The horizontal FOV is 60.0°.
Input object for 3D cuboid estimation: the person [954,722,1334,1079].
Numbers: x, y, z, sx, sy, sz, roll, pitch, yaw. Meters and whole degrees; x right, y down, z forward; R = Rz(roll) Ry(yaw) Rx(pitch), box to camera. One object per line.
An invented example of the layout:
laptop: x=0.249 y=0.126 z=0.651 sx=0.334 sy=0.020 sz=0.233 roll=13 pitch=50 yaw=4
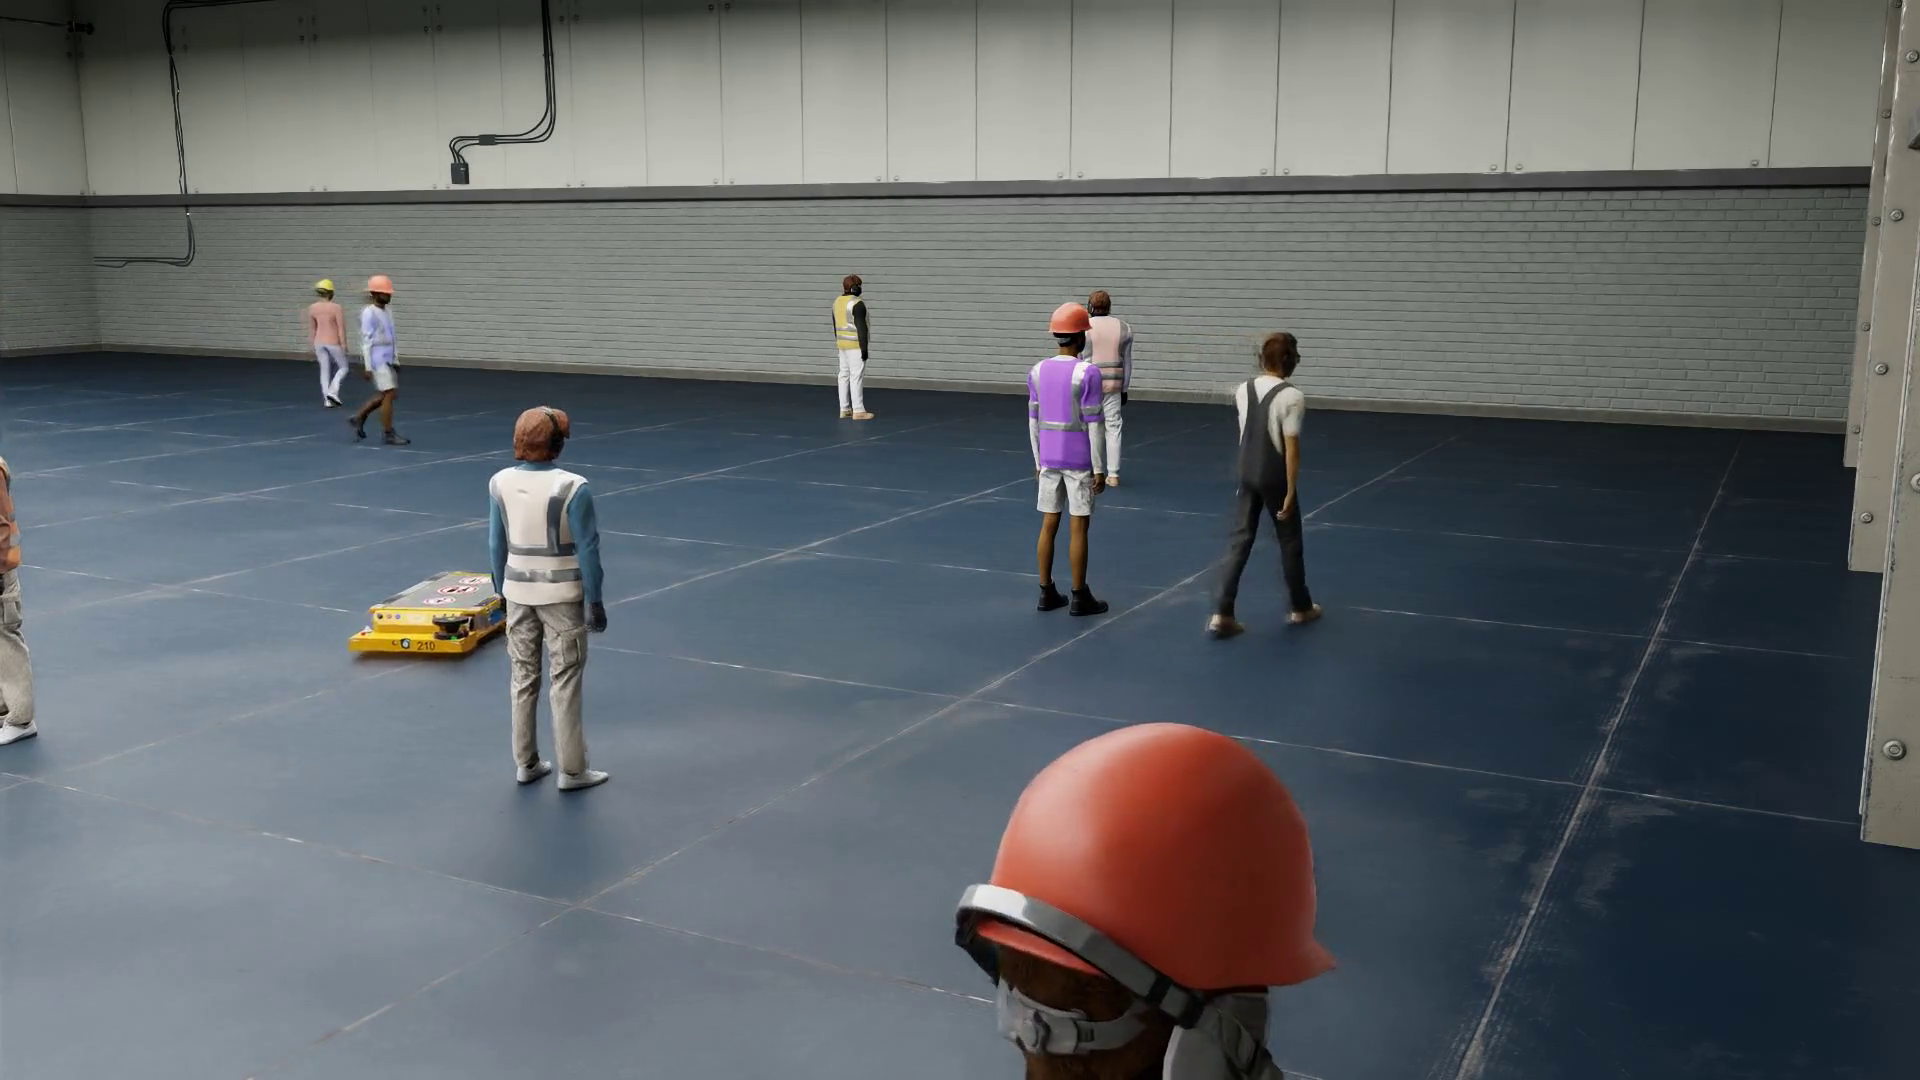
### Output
person: x=0.130 y=1.125 z=1.365 sx=0.609 sy=1.984 sz=0.399 roll=7 pitch=13 yaw=35

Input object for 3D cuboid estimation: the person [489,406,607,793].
person: x=-1.750 y=0.256 z=7.047 sx=0.538 sy=1.638 sz=0.315 roll=4 pitch=11 yaw=21

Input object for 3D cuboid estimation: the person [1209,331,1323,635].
person: x=1.826 y=-0.335 z=9.856 sx=0.510 sy=1.802 sz=0.951 roll=10 pitch=14 yaw=43

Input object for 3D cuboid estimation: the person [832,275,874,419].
person: x=-1.368 y=-2.471 z=21.362 sx=0.429 sy=1.844 sz=0.627 roll=-8 pitch=13 yaw=-38

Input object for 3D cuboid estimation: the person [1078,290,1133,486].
person: x=1.293 y=-1.406 z=15.556 sx=0.627 sy=1.844 sz=0.429 roll=-3 pitch=11 yaw=-16

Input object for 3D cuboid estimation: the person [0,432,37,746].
person: x=-4.520 y=0.134 z=7.710 sx=0.511 sy=1.640 sz=0.308 roll=10 pitch=14 yaw=42

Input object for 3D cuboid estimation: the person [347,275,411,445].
person: x=-6.579 y=-2.015 z=18.678 sx=0.698 sy=1.916 sz=0.550 roll=1 pitch=10 yaw=4

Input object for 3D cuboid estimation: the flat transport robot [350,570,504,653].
flat transport robot: x=-3.019 y=0.408 z=9.948 sx=0.652 sy=0.197 sz=1.431 roll=1 pitch=10 yaw=5

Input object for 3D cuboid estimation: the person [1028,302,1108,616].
person: x=0.681 y=-0.496 z=10.321 sx=0.545 sy=1.942 sz=0.354 roll=8 pitch=13 yaw=39

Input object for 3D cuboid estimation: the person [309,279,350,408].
person: x=-8.589 y=-2.675 z=22.693 sx=0.552 sy=1.751 sz=0.368 roll=3 pitch=11 yaw=14
